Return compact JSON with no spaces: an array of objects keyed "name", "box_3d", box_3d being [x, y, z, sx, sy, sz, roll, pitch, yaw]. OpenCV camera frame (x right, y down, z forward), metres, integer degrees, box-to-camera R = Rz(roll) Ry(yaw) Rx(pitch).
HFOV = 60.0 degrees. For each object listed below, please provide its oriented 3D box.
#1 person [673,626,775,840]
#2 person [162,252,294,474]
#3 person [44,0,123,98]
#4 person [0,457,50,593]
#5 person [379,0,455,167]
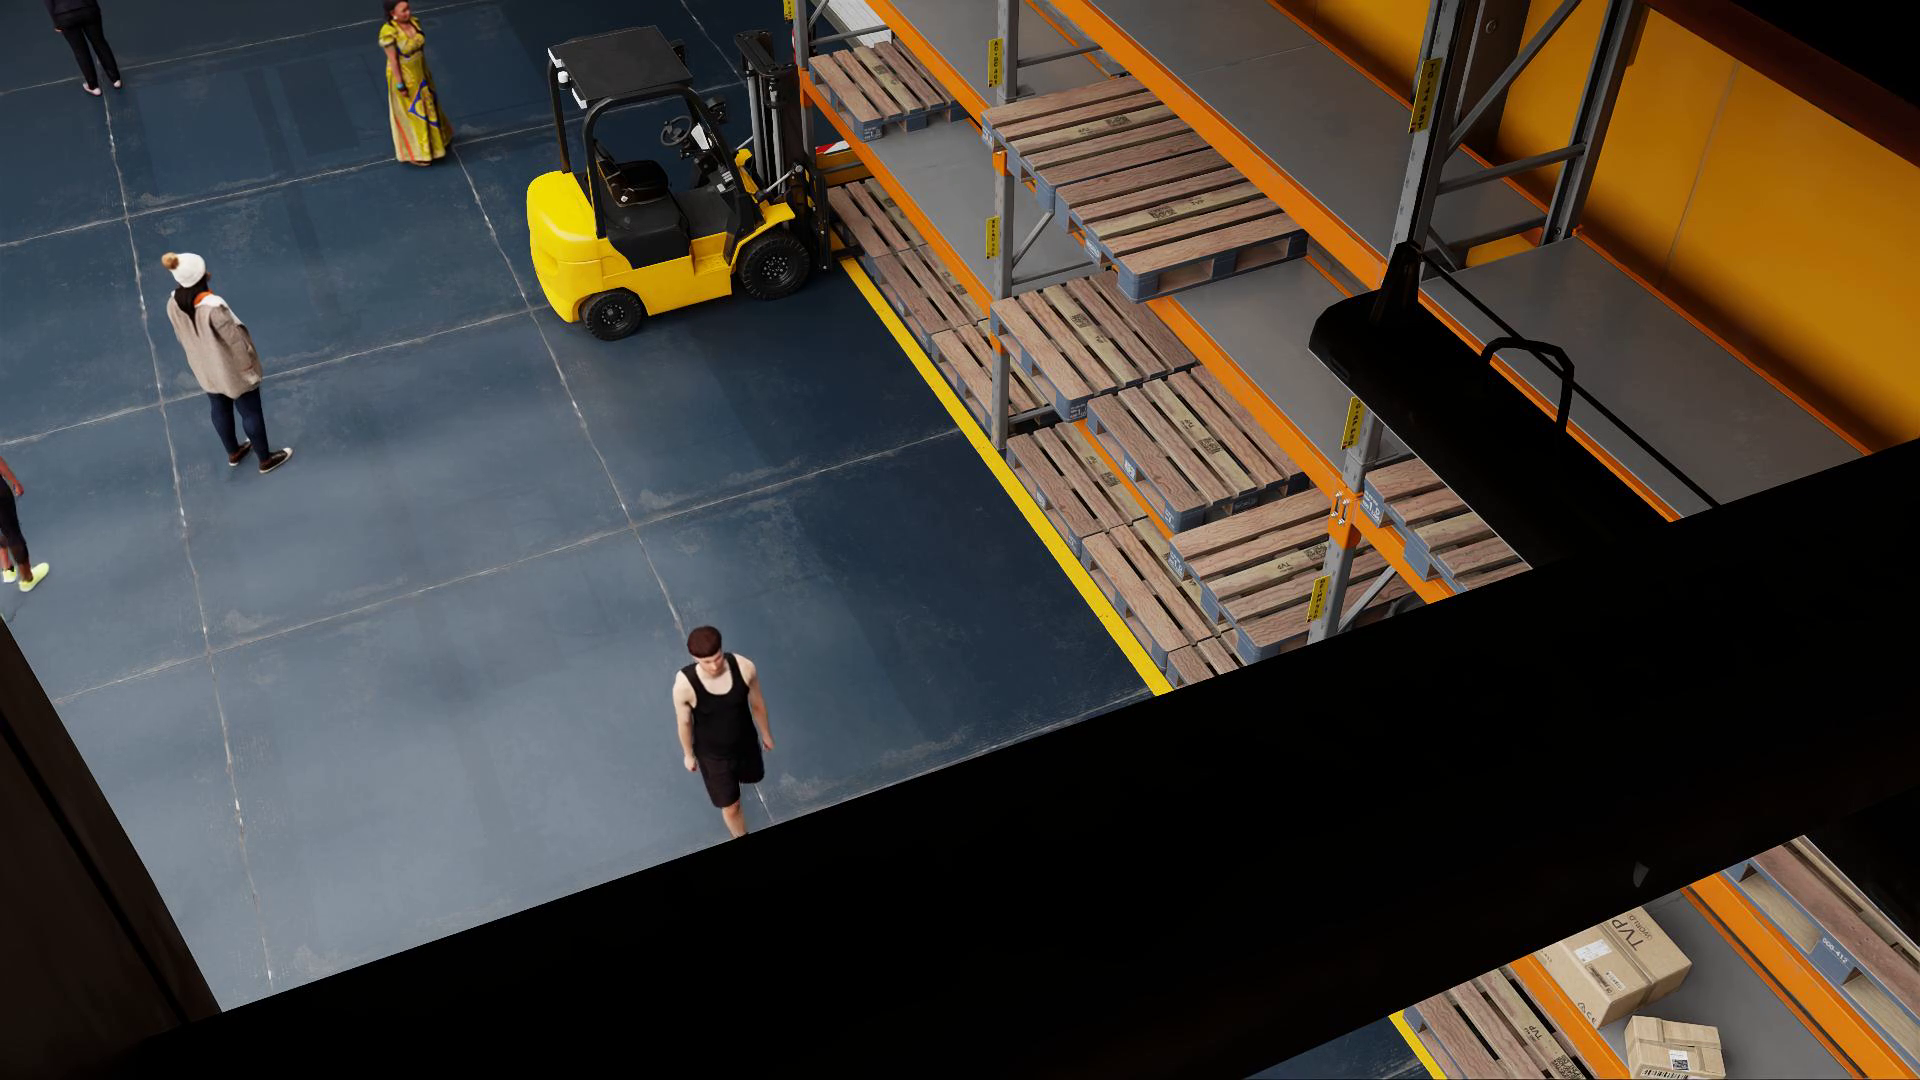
[{"name":"person","box_3d":[-1.376,1.122,9.656,0.726,1.865,1.111,-20,47,-20]},{"name":"person","box_3d":[-5.436,-1.309,12.187,0.823,1.895,0.883,14,45,14]},{"name":"person","box_3d":[-8.754,-5.203,16.477,0.720,1.615,0.725,-33,53,-30]},{"name":"person","box_3d":[-6.632,-0.281,11.219,0.706,1.741,0.754,4,44,5]},{"name":"person","box_3d":[-5.133,-4.325,15.528,1.061,1.654,1.003,14,45,15]}]
